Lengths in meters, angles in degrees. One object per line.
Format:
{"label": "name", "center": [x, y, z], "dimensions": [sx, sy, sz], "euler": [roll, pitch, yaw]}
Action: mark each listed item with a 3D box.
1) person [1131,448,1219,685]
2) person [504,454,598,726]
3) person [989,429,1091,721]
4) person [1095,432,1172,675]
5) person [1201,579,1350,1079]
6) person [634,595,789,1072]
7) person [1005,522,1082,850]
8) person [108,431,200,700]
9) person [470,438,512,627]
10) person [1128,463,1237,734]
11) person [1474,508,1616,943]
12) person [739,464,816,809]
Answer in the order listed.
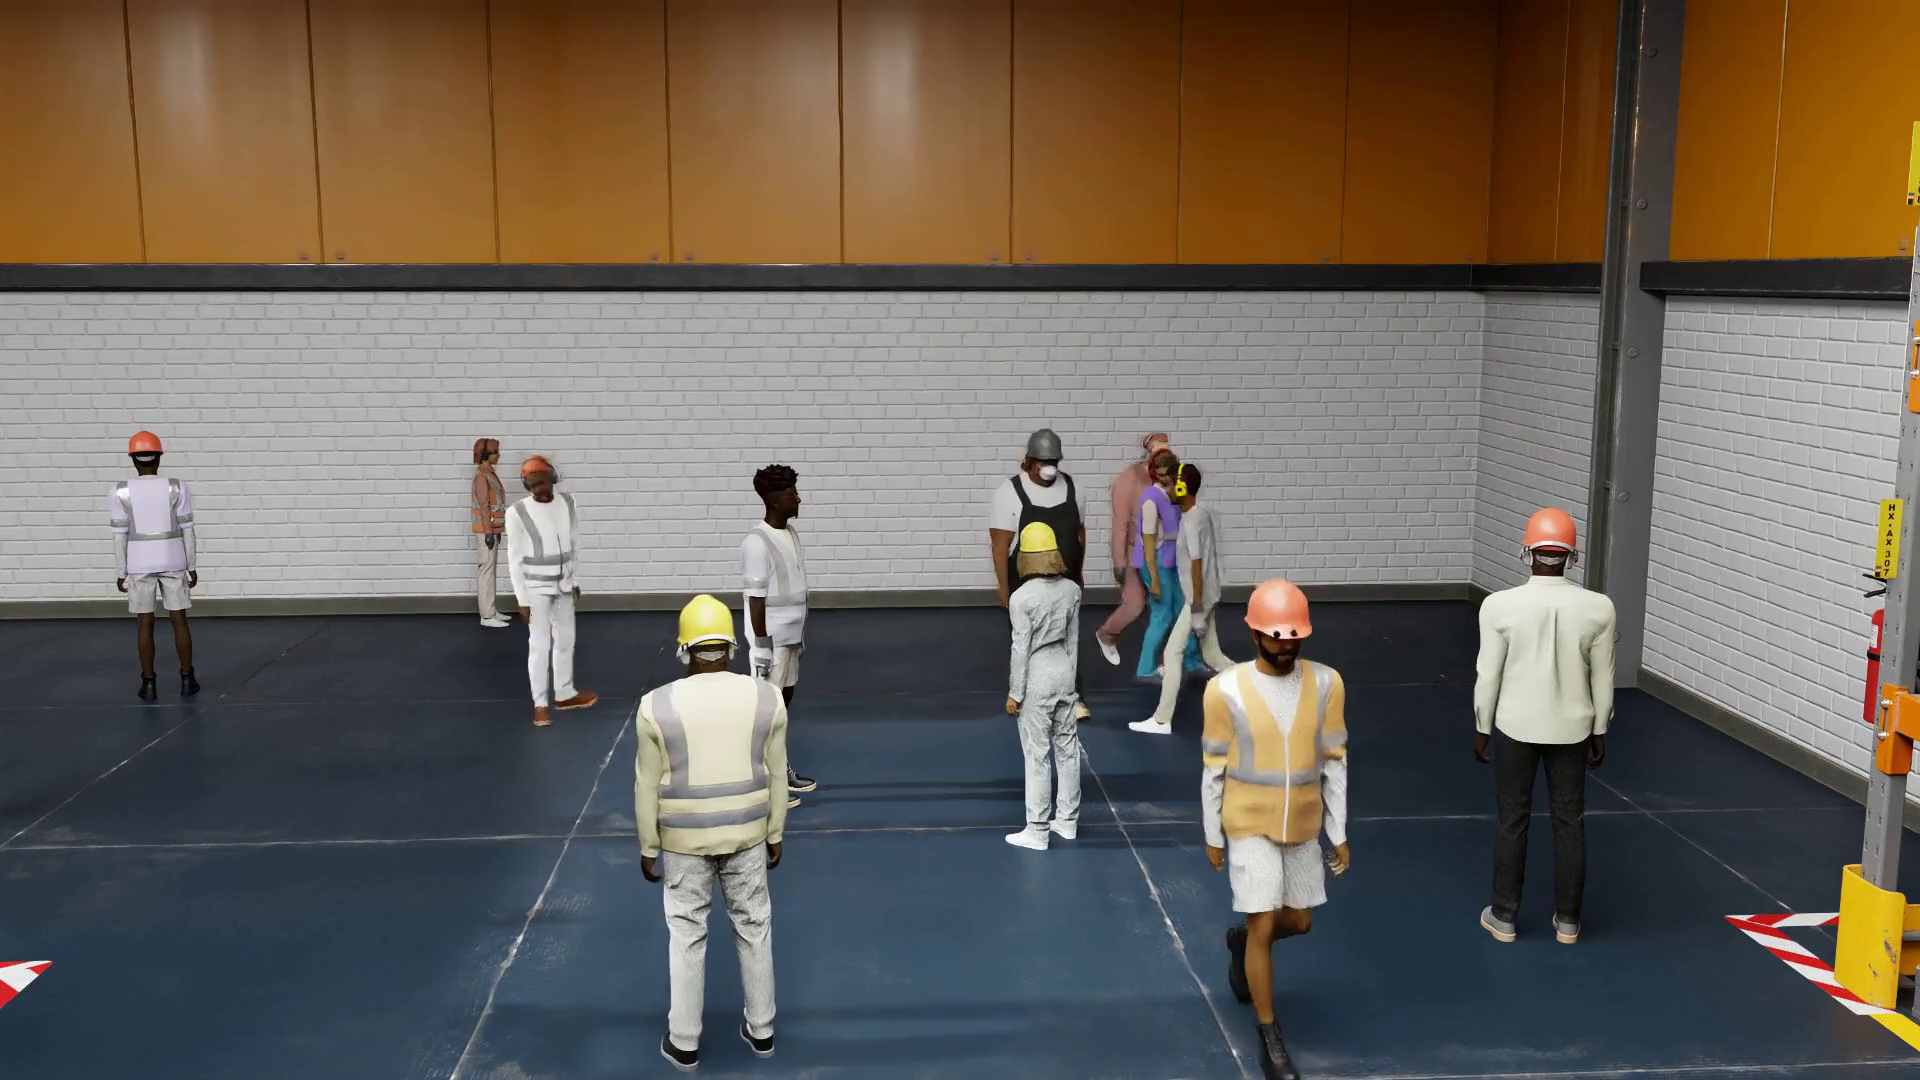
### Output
{"label": "person", "center": [1.592, 0.217, 12.137], "dimensions": [0.670, 1.793, 0.650], "euler": [3, 10, 20]}
{"label": "person", "center": [-2.775, 0.321, 11.291], "dimensions": [0.414, 1.853, 0.734], "euler": [6, 11, 35]}
{"label": "person", "center": [0.577, 0.235, 11.244], "dimensions": [0.705, 2.000, 0.925], "euler": [-2, 9, -14]}
{"label": "person", "center": [1.361, 0.110, 12.500], "dimensions": [0.663, 1.889, 0.683], "euler": [-5, 10, -28]}
{"label": "person", "center": [1.191, 1.066, 6.437], "dimensions": [0.558, 1.919, 0.791], "euler": [-1, 9, -8]}
{"label": "person", "center": [-0.950, 1.118, 6.397], "dimensions": [0.590, 1.823, 0.404], "euler": [-3, 10, -21]}
{"label": "person", "center": [0.429, 0.769, 8.833], "dimensions": [0.485, 1.739, 0.313], "euler": [-8, 12, -40]}
{"label": "person", "center": [-5.766, 0.182, 11.927], "dimensions": [0.543, 1.928, 0.374], "euler": [-4, 10, -26]}
{"label": "person", "center": [-4.076, -0.067, 14.400], "dimensions": [0.307, 1.639, 0.513], "euler": [-2, 9, -11]}
{"label": "person", "center": [1.619, 0.407, 10.893], "dimensions": [0.919, 1.822, 0.582], "euler": [3, 9, 16]}
{"label": "person", "center": [2.637, 0.846, 7.546], "dimensions": [0.608, 1.995, 0.377], "euler": [1, 9, 7]}
{"label": "person", "center": [-1.048, 0.538, 9.567], "dimensions": [0.361, 1.965, 0.612], "euler": [2, 9, 13]}
